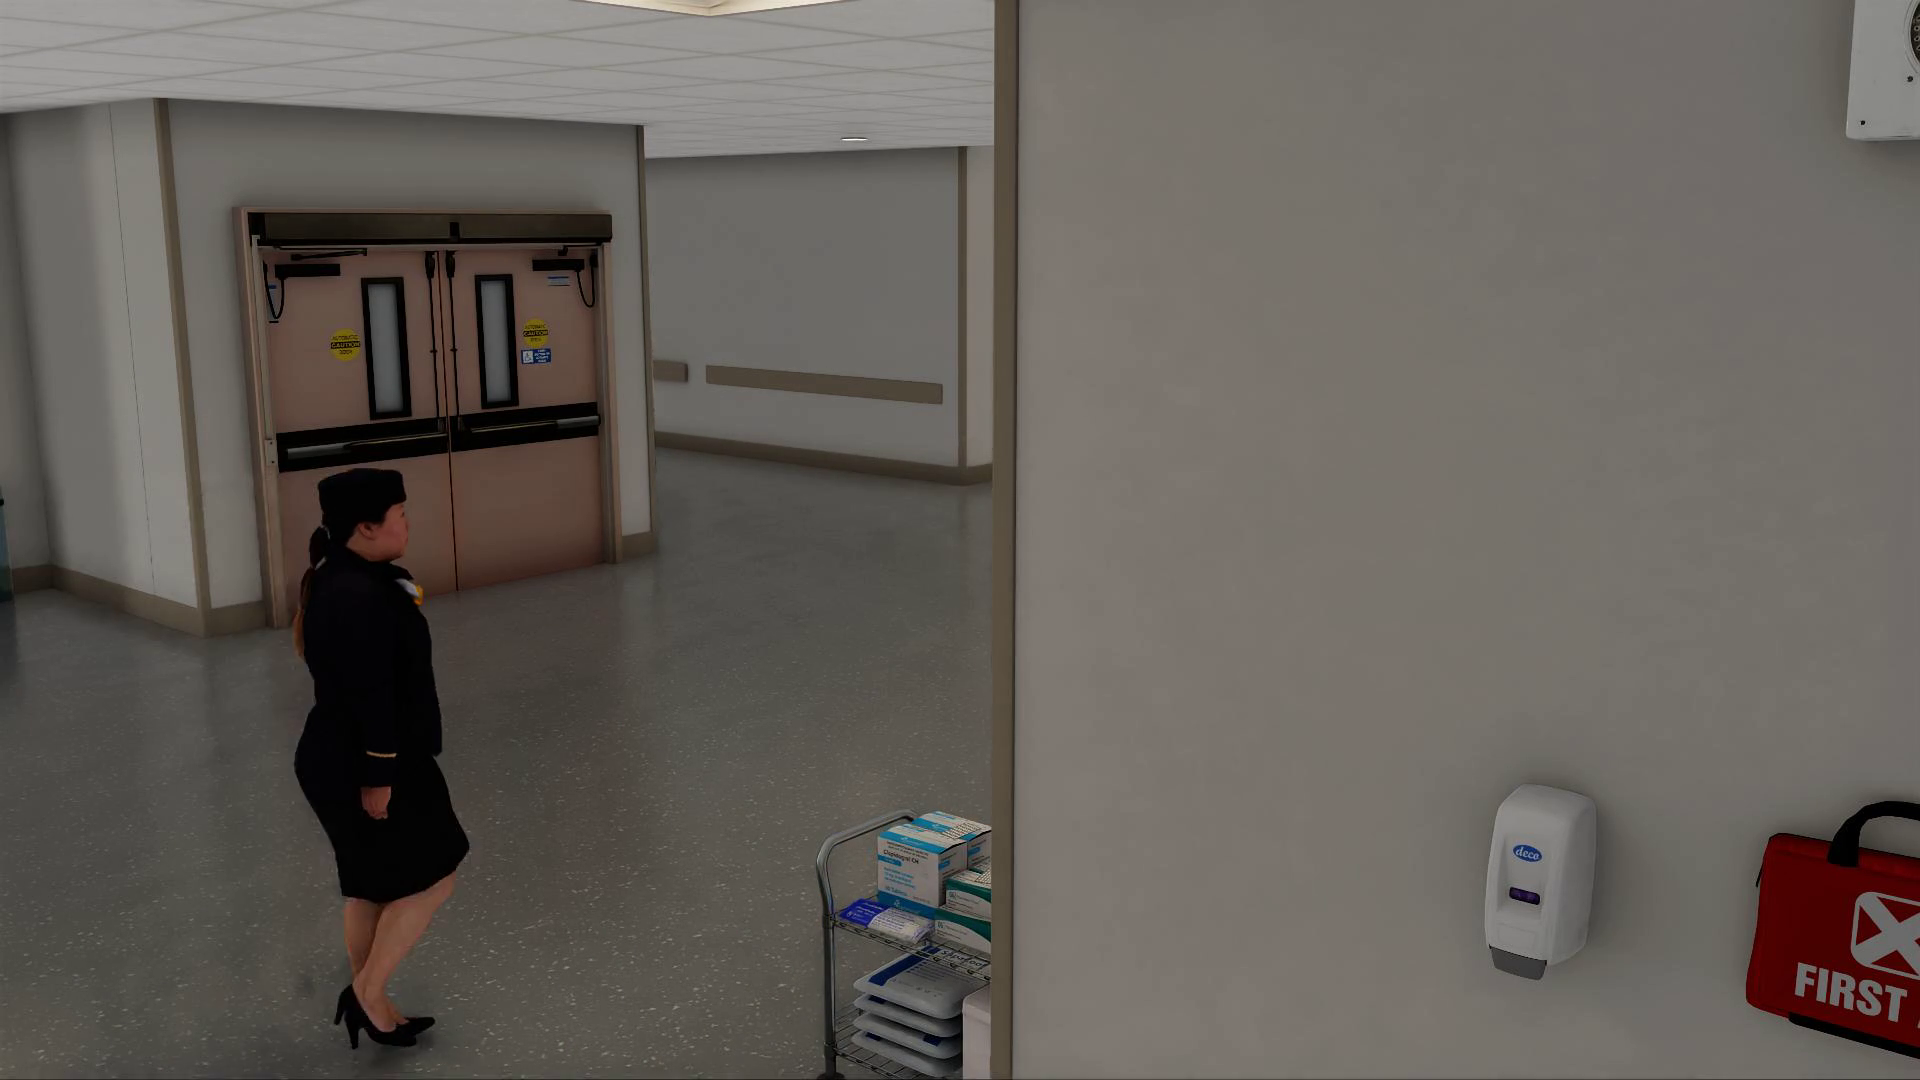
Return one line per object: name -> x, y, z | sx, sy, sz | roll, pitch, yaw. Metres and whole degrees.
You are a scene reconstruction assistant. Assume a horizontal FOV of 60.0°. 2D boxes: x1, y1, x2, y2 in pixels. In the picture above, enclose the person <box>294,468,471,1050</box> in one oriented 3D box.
person -> -1.698, 0.640, 4.584 | 0.777, 1.662, 0.788 | -6, 12, -29
